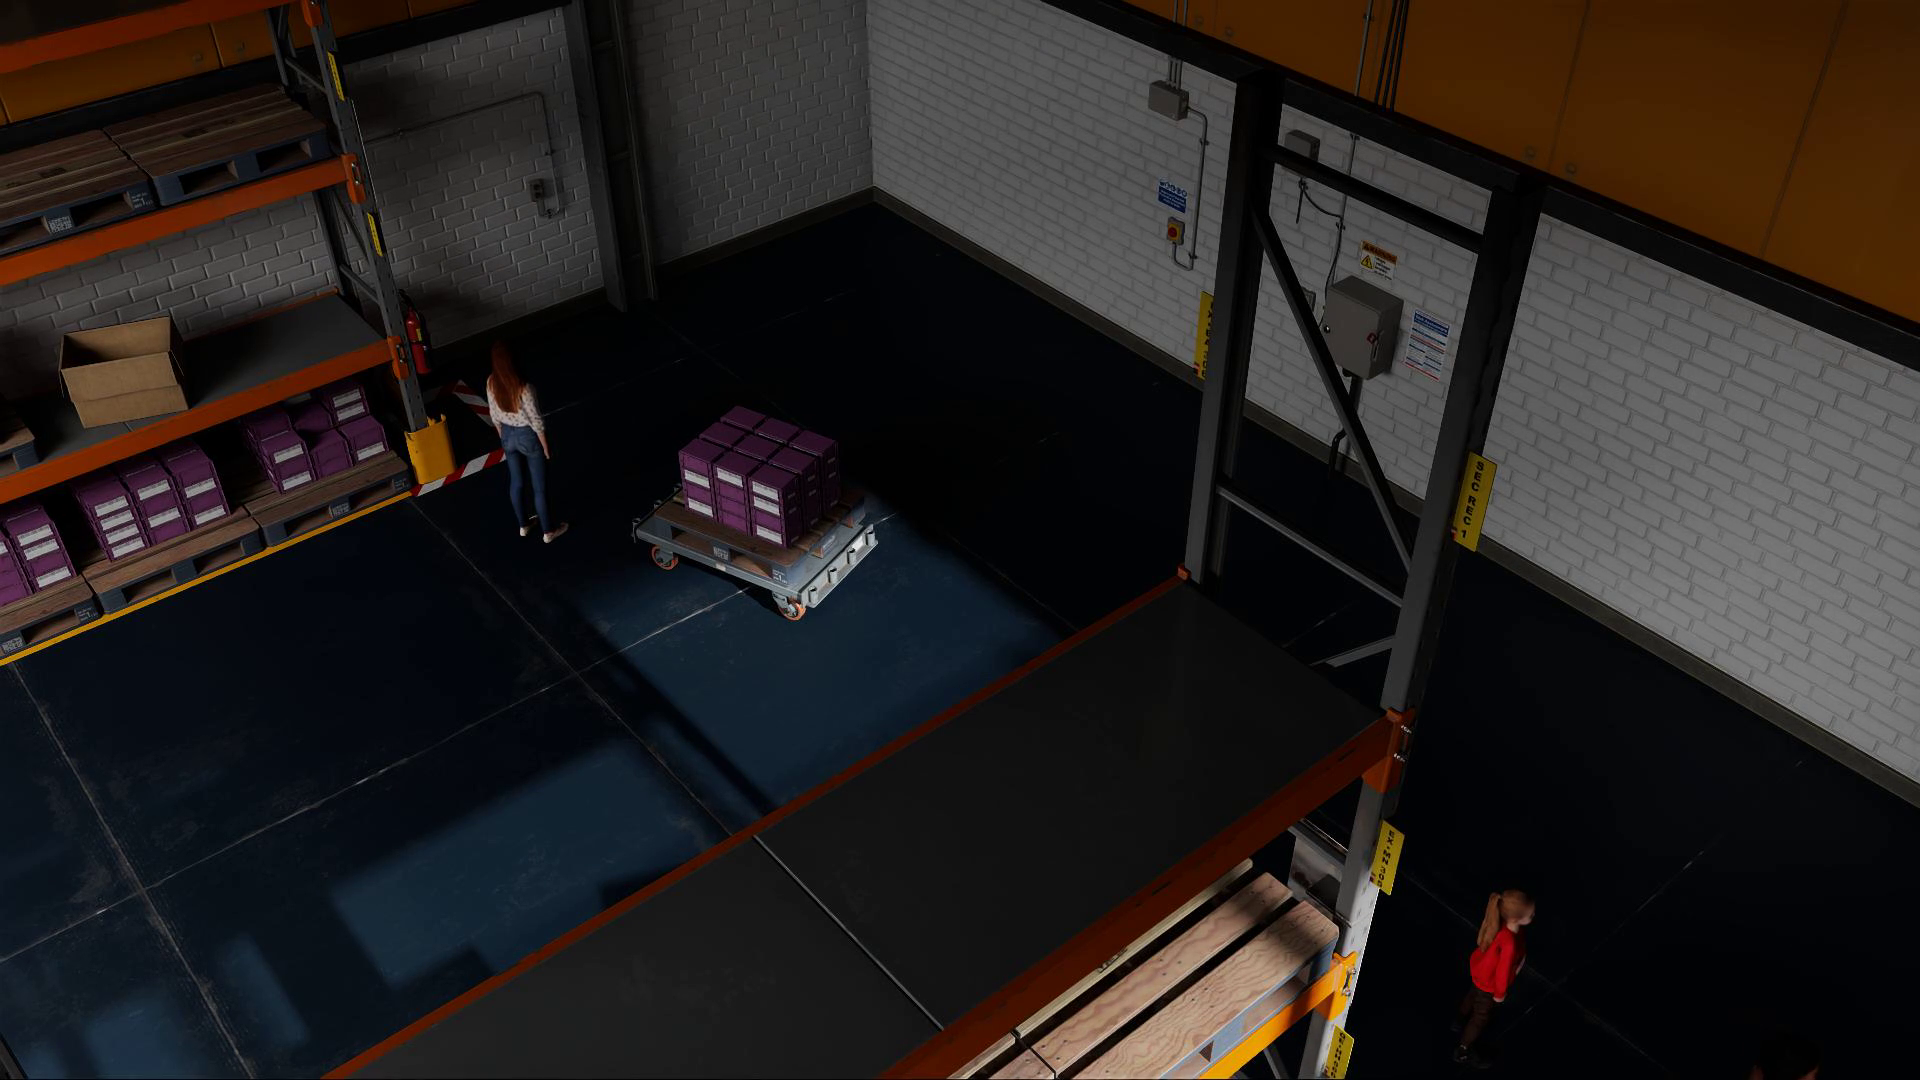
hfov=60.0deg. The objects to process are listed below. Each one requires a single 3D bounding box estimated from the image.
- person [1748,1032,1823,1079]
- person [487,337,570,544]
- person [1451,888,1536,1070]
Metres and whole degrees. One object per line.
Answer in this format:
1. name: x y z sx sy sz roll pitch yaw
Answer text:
1. person: 3.641 2.881 7.866 0.800 1.688 0.726 14 41 17
2. person: -3.259 -0.746 12.377 0.652 1.727 0.647 14 41 17
3. person: 2.846 2.315 8.902 0.628 1.280 0.558 7 39 9
